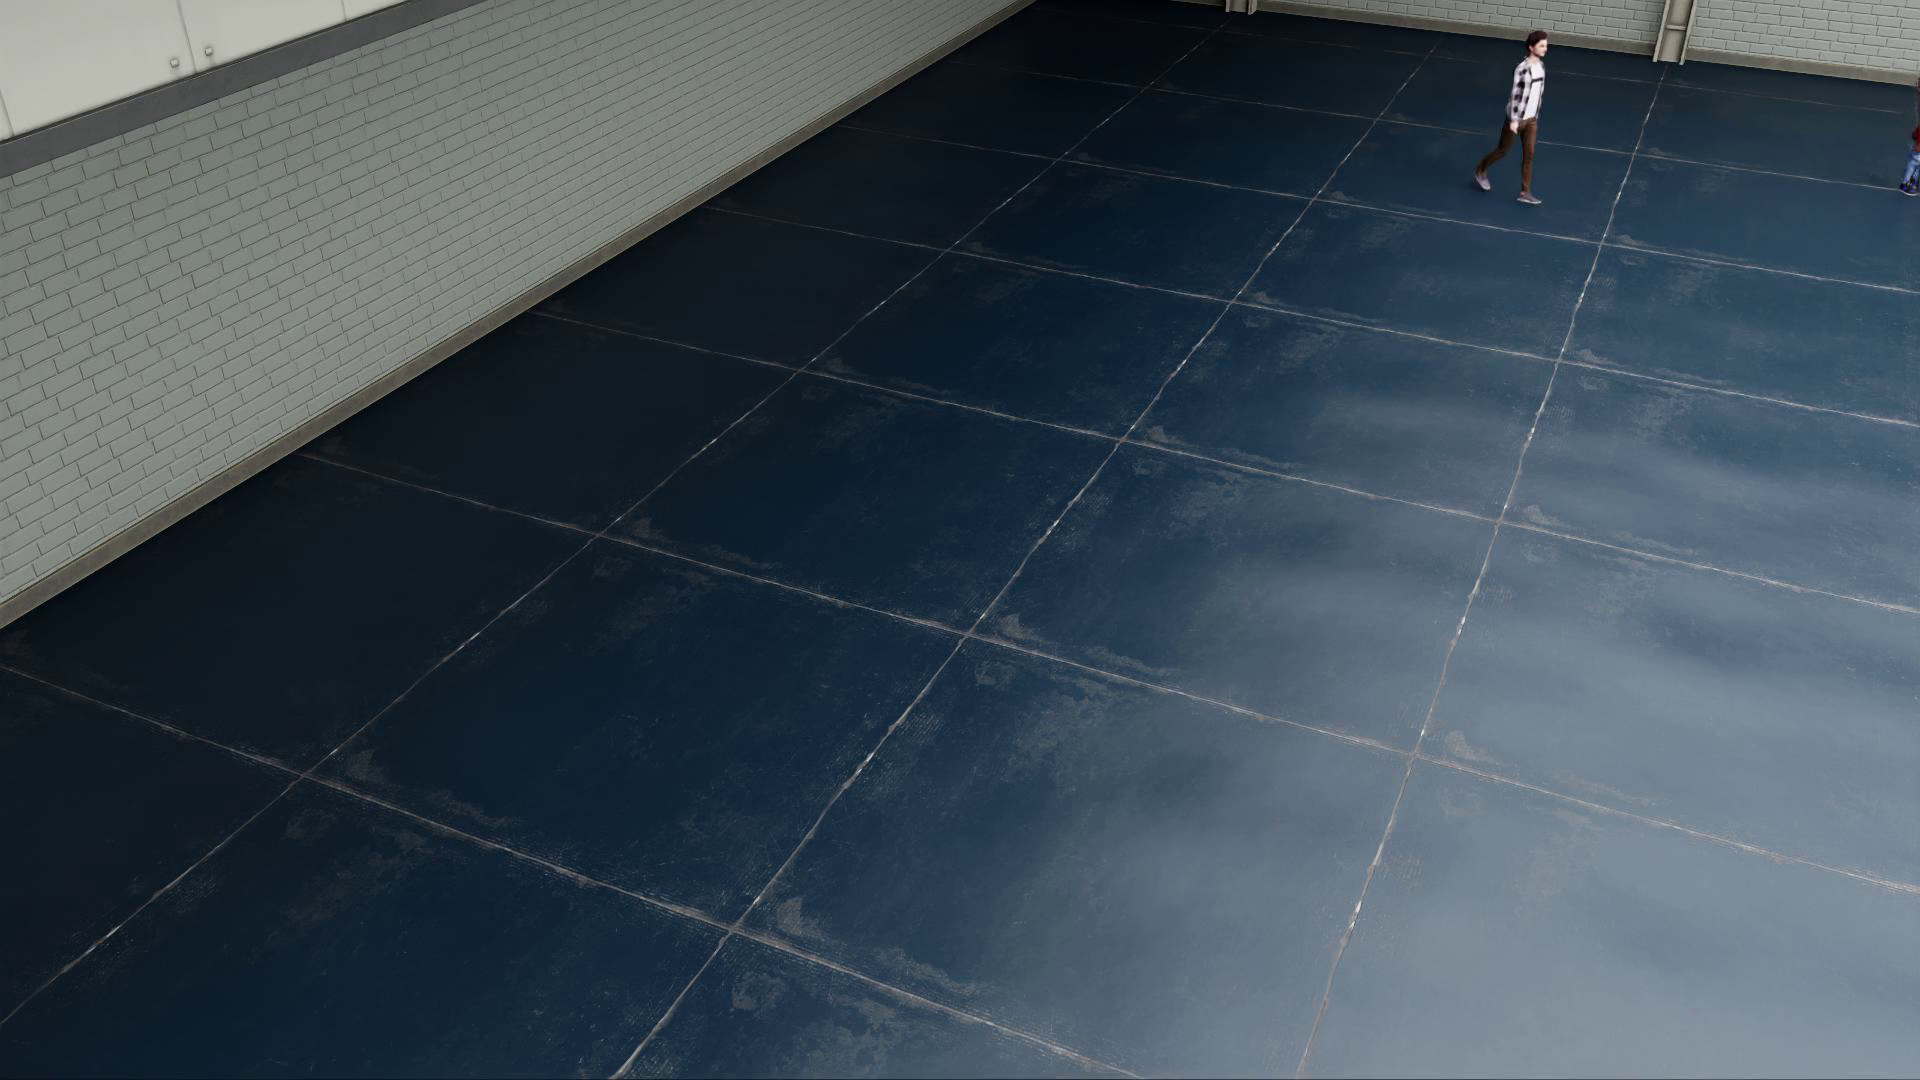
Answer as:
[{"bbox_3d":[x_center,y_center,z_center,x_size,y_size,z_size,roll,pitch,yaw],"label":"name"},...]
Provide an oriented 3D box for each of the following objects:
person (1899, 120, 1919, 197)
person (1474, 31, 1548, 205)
[{"bbox_3d":[10.381,-4.363,17.965,0.596,1.244,0.641,-16,35,-23],"label":"person"},{"bbox_3d":[5.893,-4.509,17.697,1.053,1.777,1.223,-18,36,-26],"label":"person"}]
